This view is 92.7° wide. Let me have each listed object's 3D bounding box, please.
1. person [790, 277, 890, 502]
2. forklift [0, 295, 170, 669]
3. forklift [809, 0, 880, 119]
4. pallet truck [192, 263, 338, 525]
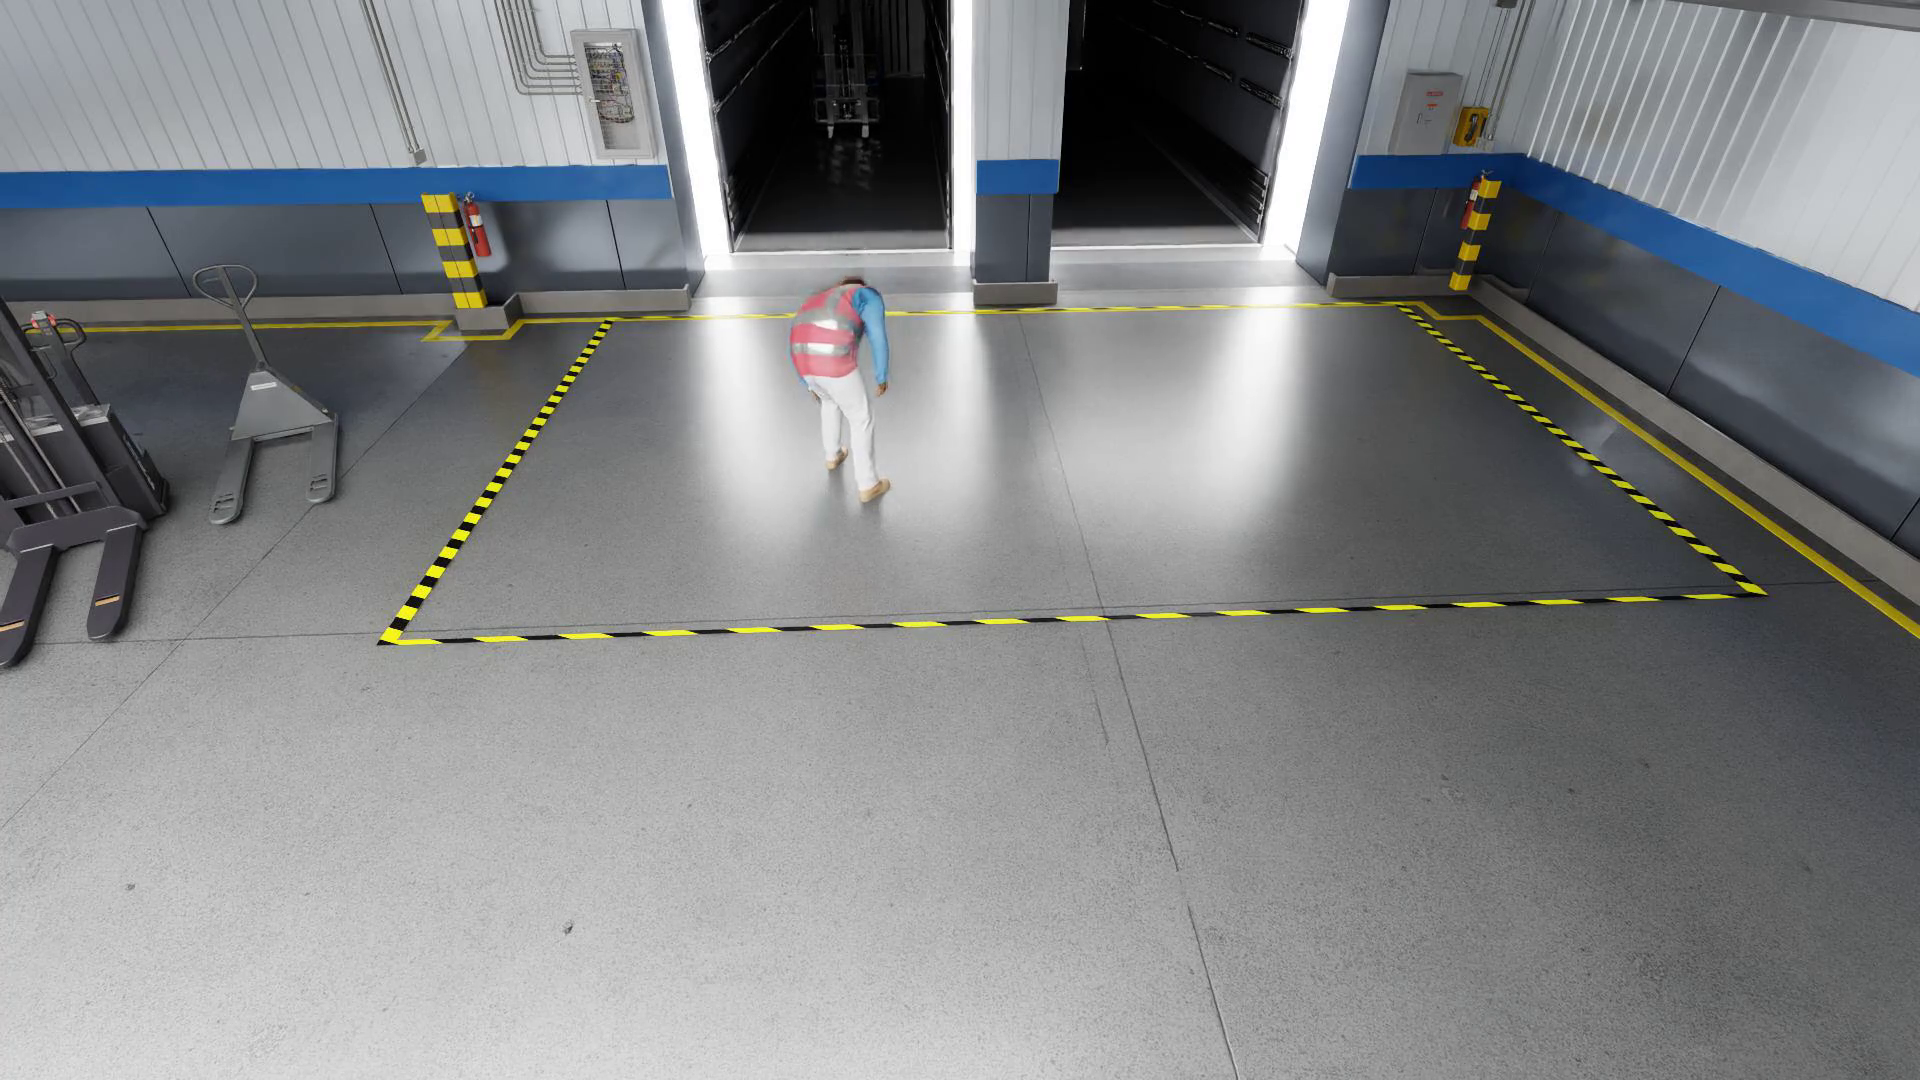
[{"bbox_3d":[-0.755,-1.065,6.164,0.962,1.302,0.855,29,44,35],"label":"person"},{"bbox_3d":[-5.212,-0.618,4.878,0.823,1.965,1.885,-20,39,-26],"label":"forklift"},{"bbox_3d":[-2.013,-8.679,16.148,1.157,2.036,2.680,-3,35,-4],"label":"forklift"},{"bbox_3d":[-4.778,-1.027,6.128,0.680,1.201,1.601,-17,38,-23],"label":"pallet truck"}]
